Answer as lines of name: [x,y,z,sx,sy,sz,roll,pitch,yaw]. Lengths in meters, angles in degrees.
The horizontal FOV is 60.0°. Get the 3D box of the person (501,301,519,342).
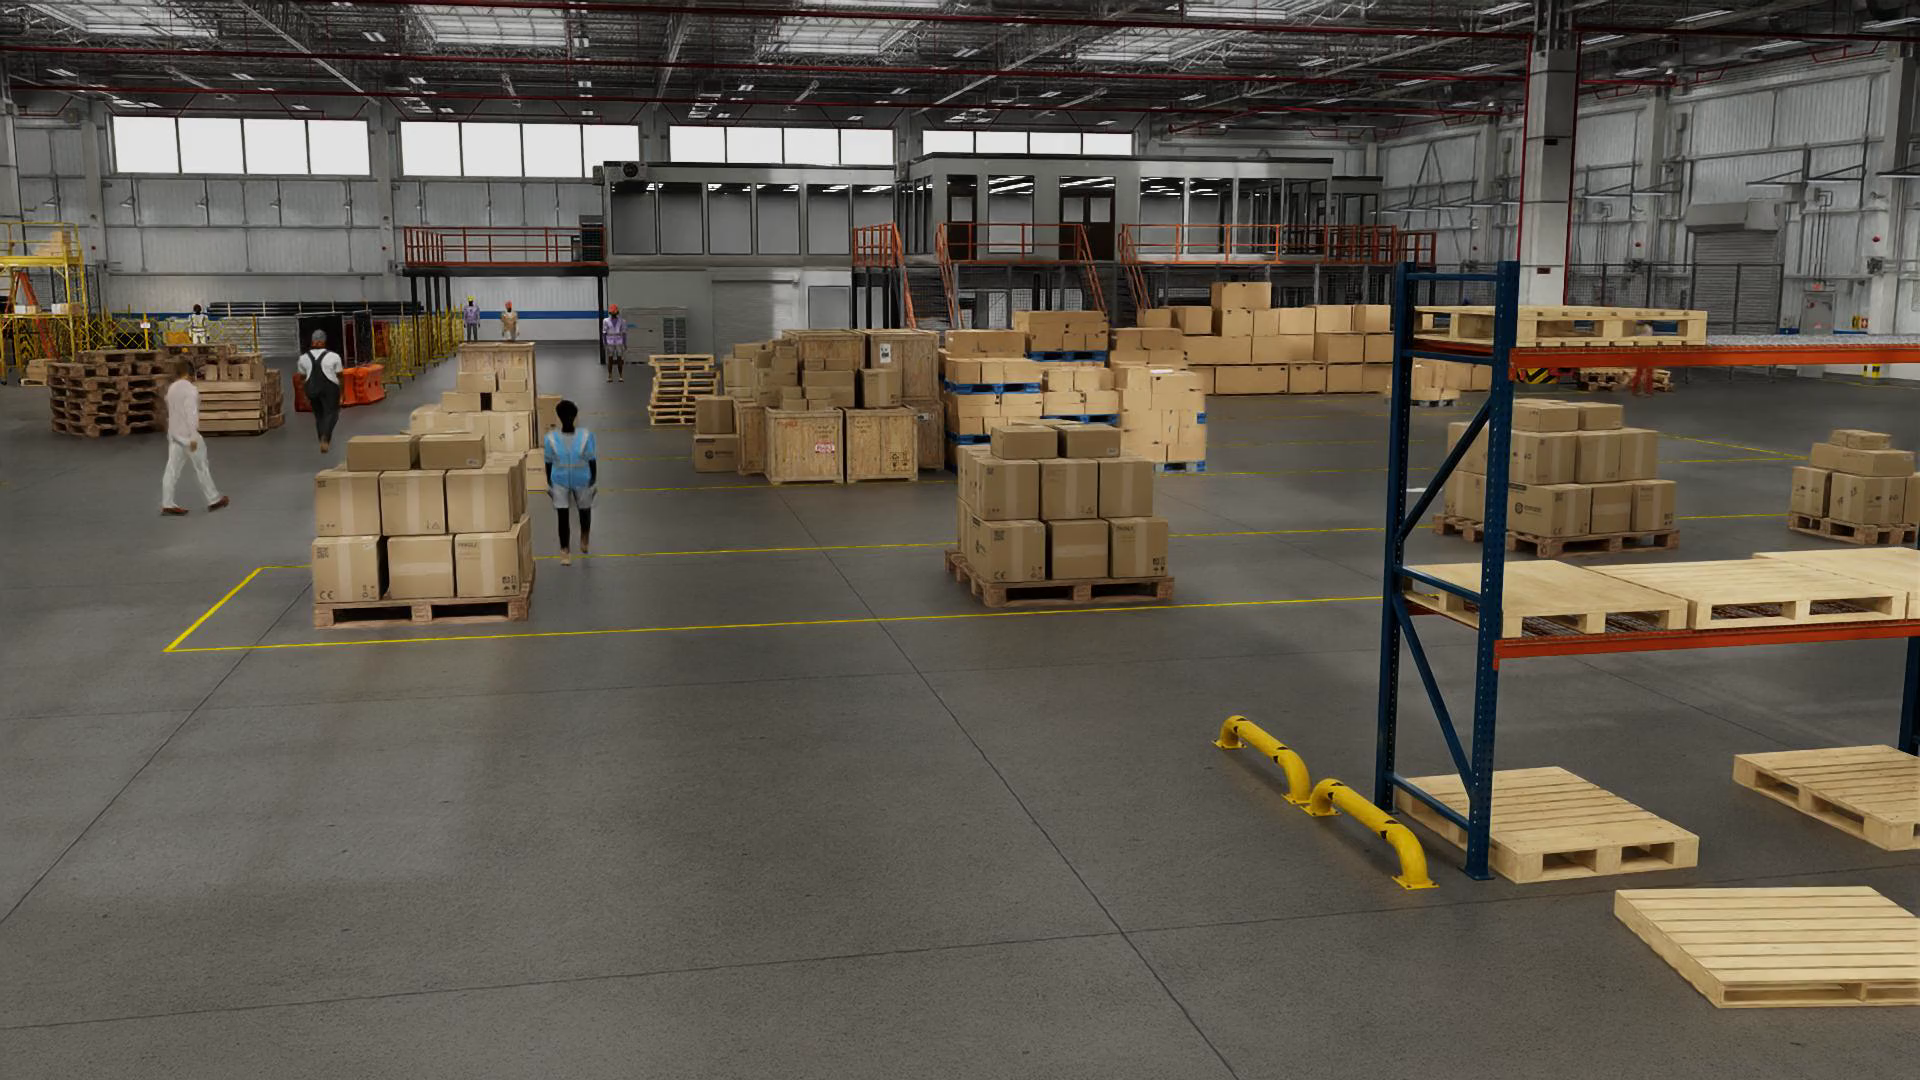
person: [-14.821,-6.913,54.710,0.549,1.914,0.705,-6,11,-32]

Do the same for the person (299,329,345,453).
person: [-10.345,-2.425,26.956,0.676,2.000,0.876,0,9,1]

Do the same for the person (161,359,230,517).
person: [-9.397,-1.252,20.275,0.655,1.883,0.944,6,11,33]

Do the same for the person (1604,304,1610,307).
person: [19.884,-6.301,51.023,0.814,1.902,0.561,-7,12,-38]

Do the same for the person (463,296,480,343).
person: [-18.171,-8.099,61.889,0.595,1.925,0.374,-2,10,-12]

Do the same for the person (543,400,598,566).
person: [-3.942,-0.592,16.868,0.538,1.687,0.471,-1,9,-8]

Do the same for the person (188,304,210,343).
person: [-23.177,-6.236,50.662,0.586,1.883,0.340,-2,10,-12]

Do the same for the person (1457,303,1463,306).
person: [16.891,-7.144,56.382,0.661,1.820,0.636,8,12,39]

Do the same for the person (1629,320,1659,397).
person: [15.896,-4.273,38.541,0.725,1.931,0.688,0,9,0]

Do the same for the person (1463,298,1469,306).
person: [18.234,-7.777,60.047,0.624,1.897,1.039,-1,9,-3]

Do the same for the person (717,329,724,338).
person: [-7.735,-6.569,52.862,0.649,1.836,0.380,4,10,26]

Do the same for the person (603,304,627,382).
person: [-9.036,-5.146,43.539,0.616,2.039,0.387,-2,10,-12]
